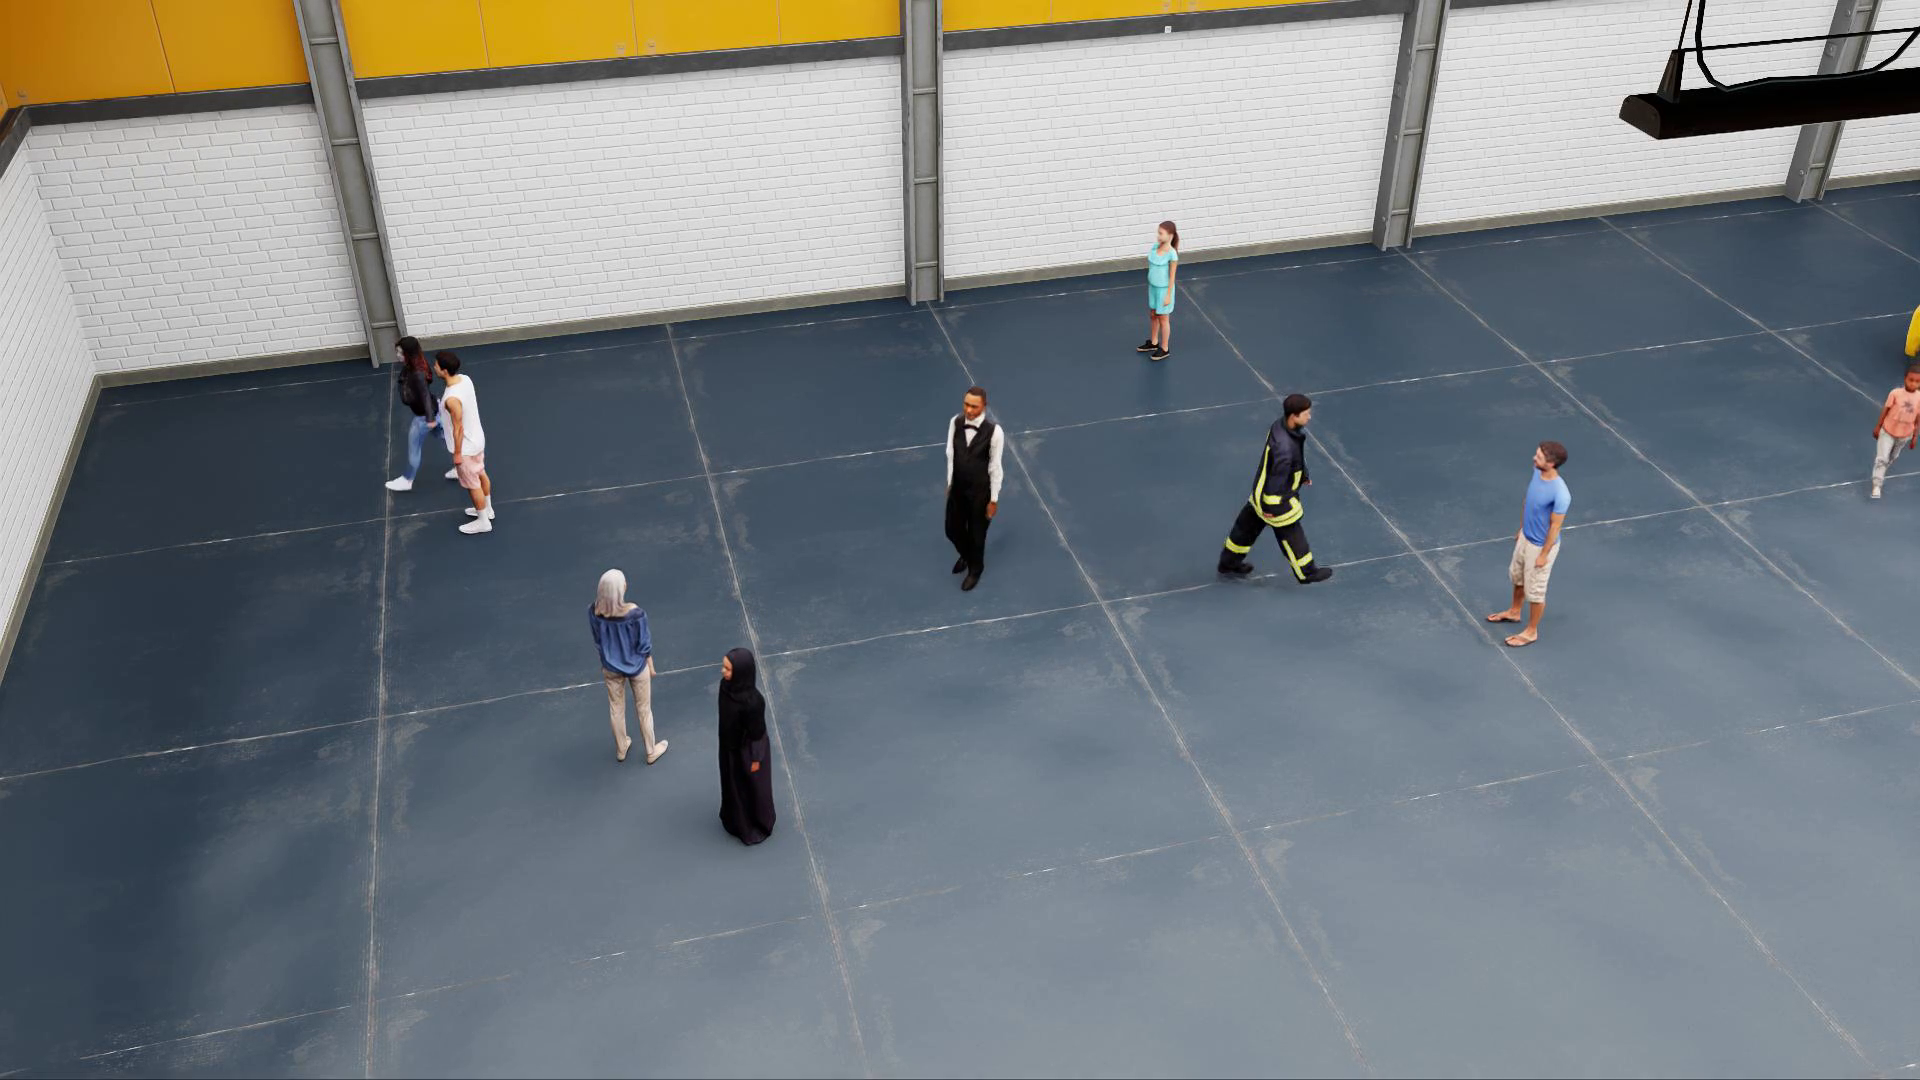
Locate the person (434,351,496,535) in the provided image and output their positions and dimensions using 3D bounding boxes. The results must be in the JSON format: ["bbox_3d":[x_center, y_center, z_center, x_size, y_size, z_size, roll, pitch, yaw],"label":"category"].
[{"bbox_3d":[-4.426,-0.886,14.930,0.674,1.788,0.703,1,34,1],"label":"person"}]

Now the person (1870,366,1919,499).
[{"bbox_3d":[8.806,-1.050,15.639,0.873,1.277,0.879,12,36,18],"label":"person"}]

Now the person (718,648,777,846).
[{"bbox_3d":[-1.503,1.411,11.631,0.690,1.614,0.684,-20,39,-28],"label":"person"}]

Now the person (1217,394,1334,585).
[{"bbox_3d":[2.590,-0.415,14.151,1.343,1.866,1.074,3,34,4],"label":"person"}]

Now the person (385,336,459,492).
[{"bbox_3d":[-4.920,-1.188,15.553,1.025,1.601,0.733,-9,35,-13],"label":"person"}]

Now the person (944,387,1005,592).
[{"bbox_3d":[0.154,-0.490,14.223,0.871,1.911,0.931,18,38,25],"label":"person"}]

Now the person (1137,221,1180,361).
[{"bbox_3d":[2.167,-2.700,17.867,0.605,1.557,0.598,-17,37,-23],"label":"person"}]

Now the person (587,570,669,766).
[{"bbox_3d":[-2.469,0.935,12.272,0.643,1.697,0.758,6,34,9],"label":"person"}]

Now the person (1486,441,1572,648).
[{"bbox_3d":[4.704,-0.002,13.533,0.587,1.862,0.671,-5,34,-8],"label":"person"}]
